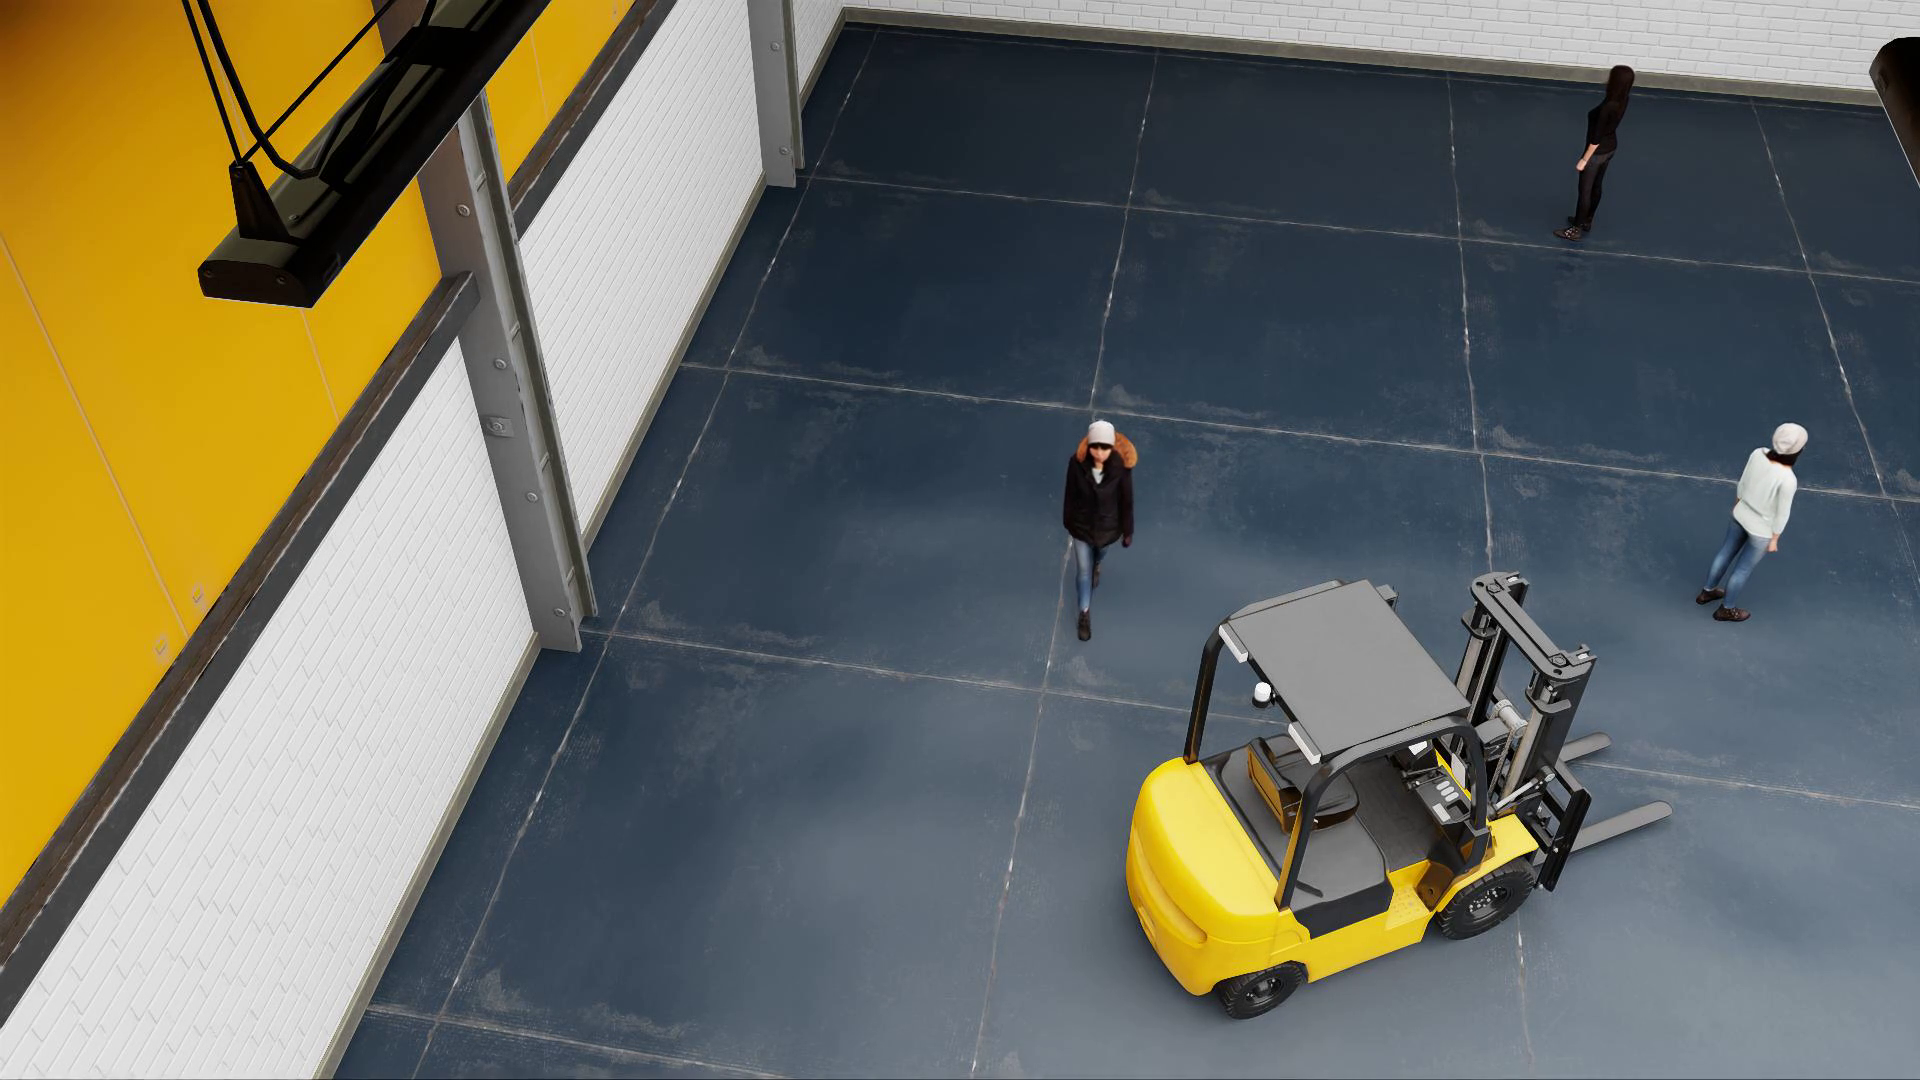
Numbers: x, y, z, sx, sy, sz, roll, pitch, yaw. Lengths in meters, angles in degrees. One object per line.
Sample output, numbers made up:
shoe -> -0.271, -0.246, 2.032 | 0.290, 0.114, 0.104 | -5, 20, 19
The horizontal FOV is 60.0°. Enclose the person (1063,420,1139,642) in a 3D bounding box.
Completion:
person -> 0.926, -0.184, 11.166 | 0.693, 1.594, 1.046 | 3, 44, 4

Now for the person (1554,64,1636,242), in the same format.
person -> 5.571, -3.378, 14.486 | 0.703, 1.640, 0.601 | 33, 52, 30

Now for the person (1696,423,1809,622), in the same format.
person -> 5.298, -0.129, 11.071 | 0.704, 1.645, 0.592 | -13, 45, -13
